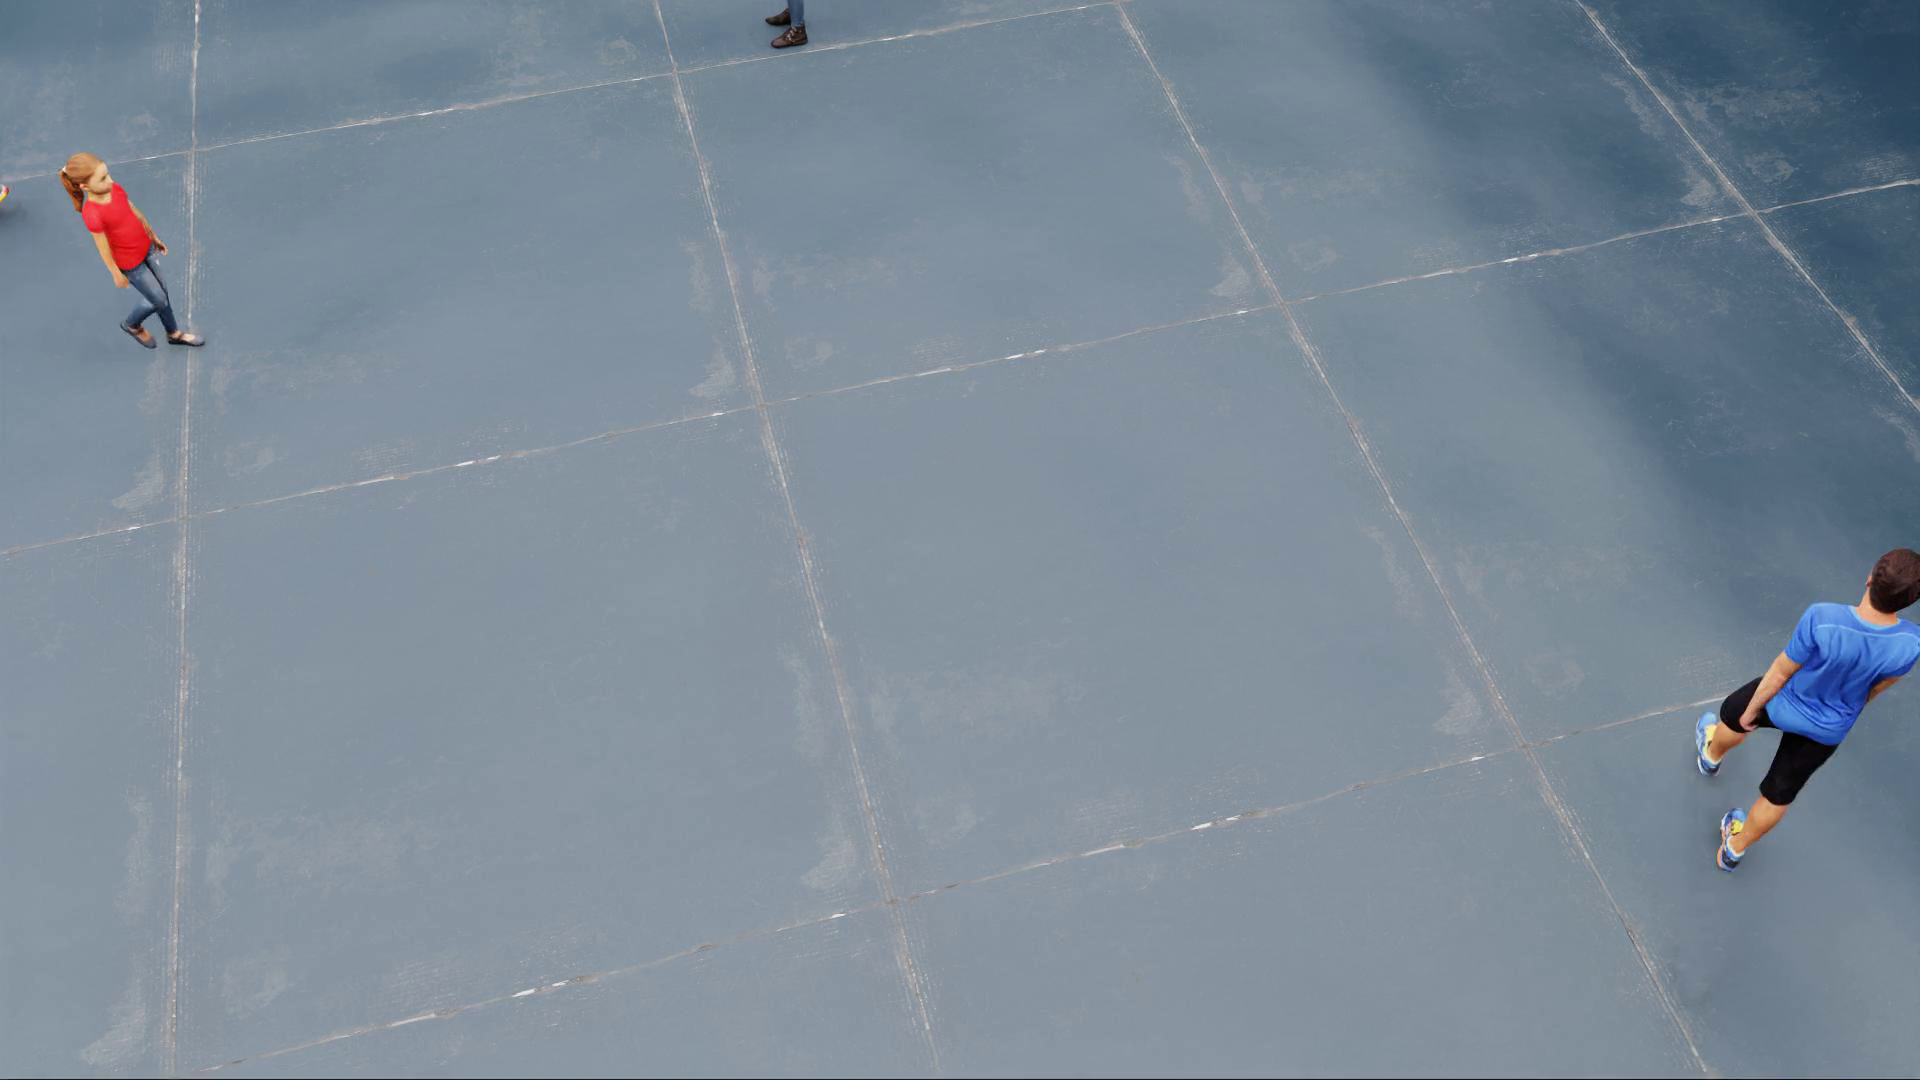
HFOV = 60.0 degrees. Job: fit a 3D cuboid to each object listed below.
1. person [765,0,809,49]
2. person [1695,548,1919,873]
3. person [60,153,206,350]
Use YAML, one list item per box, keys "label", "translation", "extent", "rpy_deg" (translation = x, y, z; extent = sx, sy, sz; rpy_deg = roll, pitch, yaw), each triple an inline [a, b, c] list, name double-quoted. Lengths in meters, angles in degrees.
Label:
- label: "person"
  translation: [-1.109, -3.842, 10.341]
  extent: [0.722, 1.633, 0.586]
  rpy_deg: [-5, 52, -4]
- label: "person"
  translation: [3.370, 0.767, 6.640]
  extent: [0.945, 1.841, 1.080]
  rpy_deg: [16, 54, 12]
- label: "person"
  translation: [-4.399, -1.497, 8.734]
  extent: [0.646, 1.302, 0.622]
  rpy_deg: [5, 52, 4]
